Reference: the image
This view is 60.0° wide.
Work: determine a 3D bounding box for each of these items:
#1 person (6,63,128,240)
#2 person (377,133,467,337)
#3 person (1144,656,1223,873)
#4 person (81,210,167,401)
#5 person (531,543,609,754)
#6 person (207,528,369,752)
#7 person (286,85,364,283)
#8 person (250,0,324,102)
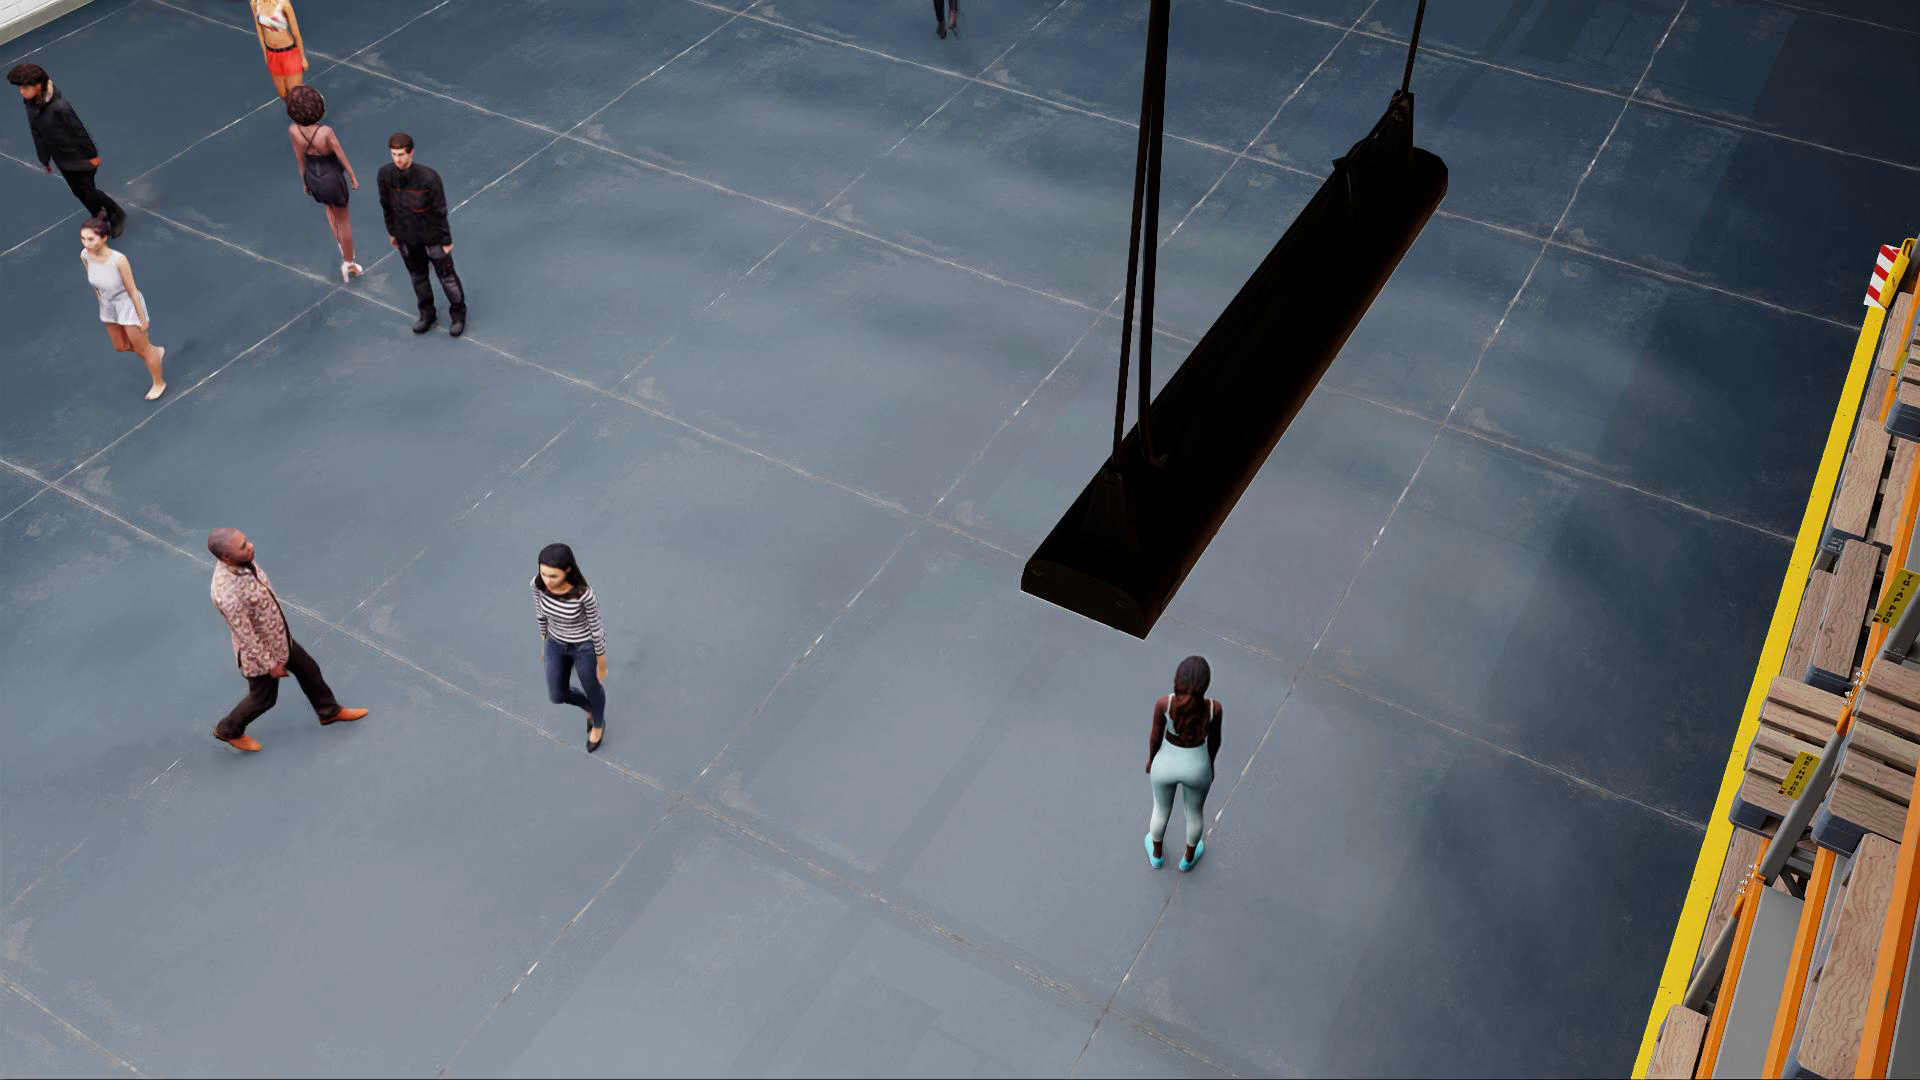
[{"bbox_3d":[-7.710,-3.402,14.527,0.732,1.750,0.779,12,45,12],"label":"person"},{"bbox_3d":[-4.353,-2.491,13.507,0.783,1.838,0.702,8,44,9],"label":"person"},{"bbox_3d":[1.278,1.309,9.601,0.634,1.724,0.635,6,44,6],"label":"person"},{"bbox_3d":[-6.500,-1.856,13.017,0.642,1.595,0.717,12,45,13],"label":"person"},{"bbox_3d":[-2.334,0.626,10.274,0.687,1.785,0.692,11,45,11],"label":"person"},{"bbox_3d":[-4.386,0.645,10.246,1.148,1.796,1.184,-3,44,-3],"label":"person"},{"bbox_3d":[-5.369,-2.946,14.030,0.691,1.774,0.742,4,44,5],"label":"person"},{"bbox_3d":[-6.367,-4.604,15.767,0.779,1.779,0.987,6,44,6],"label":"person"}]
